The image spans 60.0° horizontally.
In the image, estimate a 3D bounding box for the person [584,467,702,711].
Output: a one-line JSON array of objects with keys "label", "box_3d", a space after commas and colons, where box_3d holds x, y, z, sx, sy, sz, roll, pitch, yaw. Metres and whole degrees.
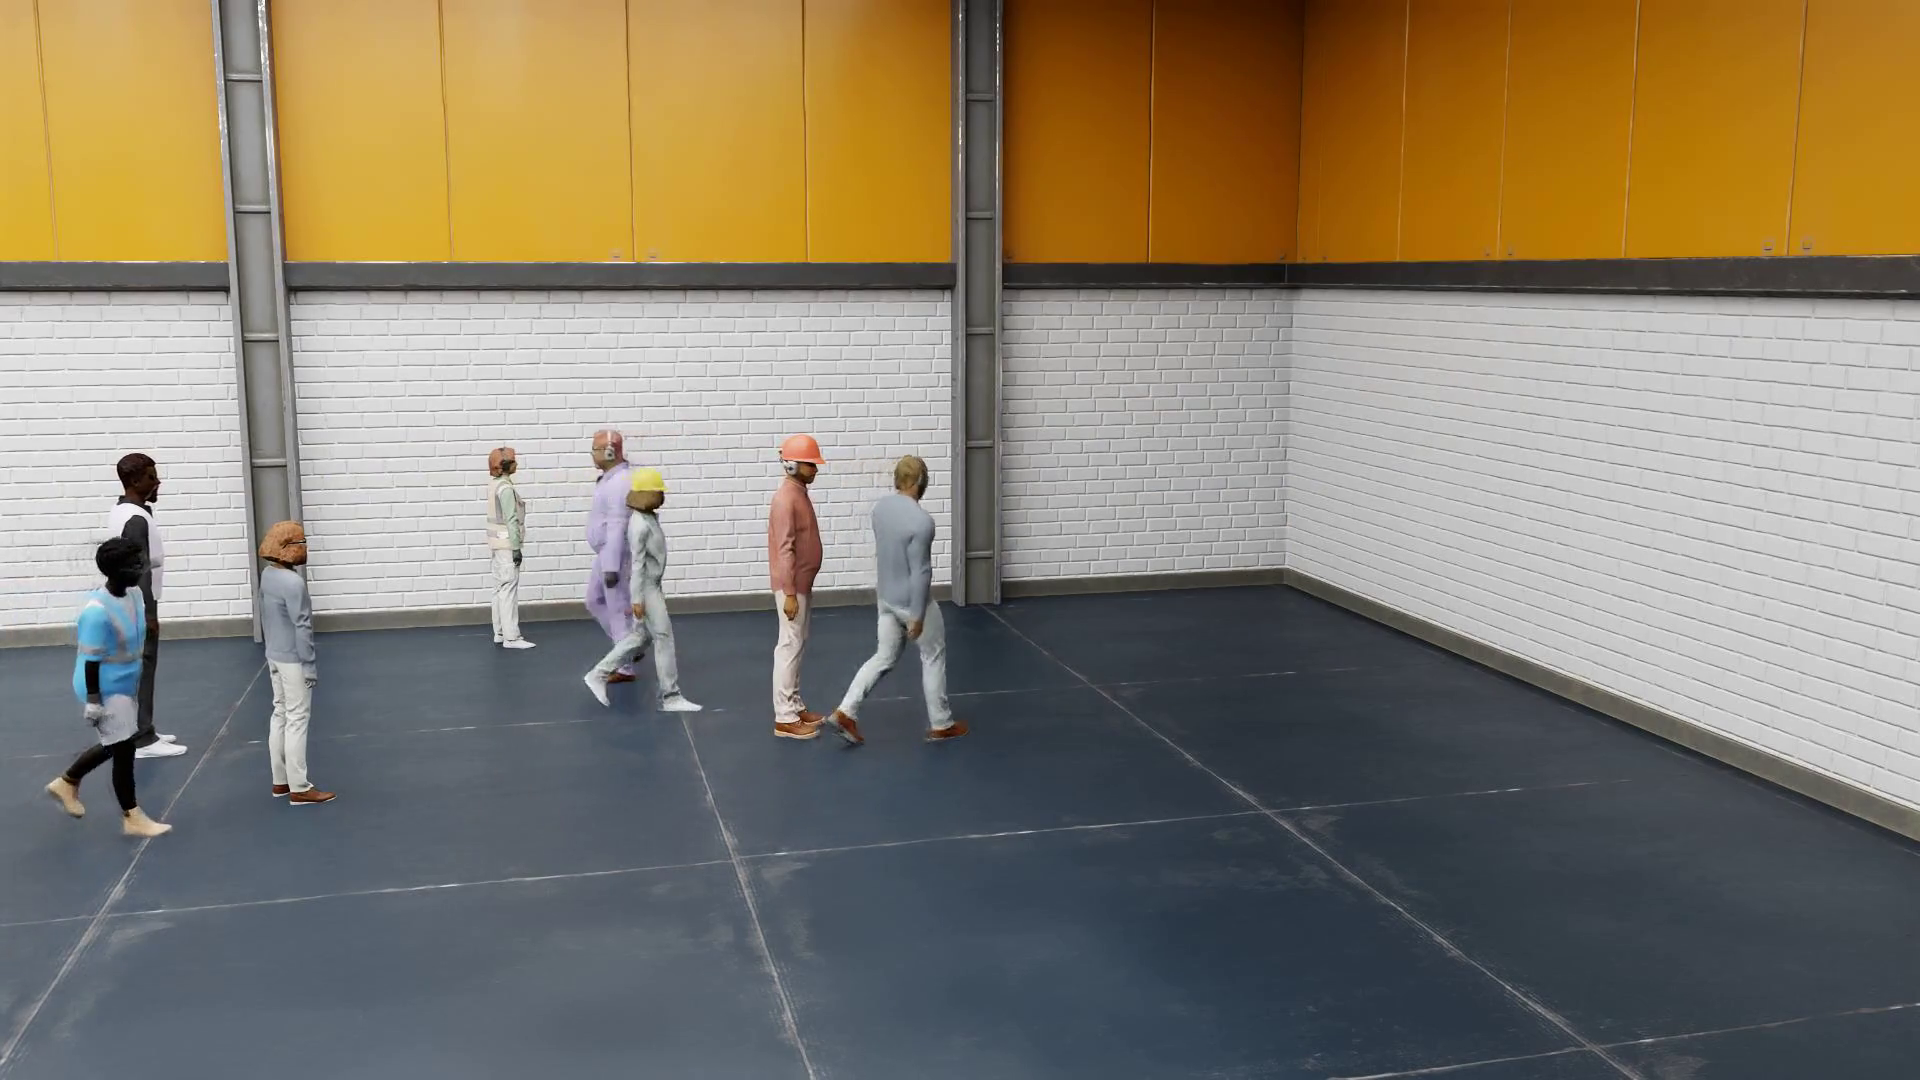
[{"label": "person", "box_3d": [-2.222, 0.347, 11.493, 0.774, 1.719, 0.492, 0, 9, -2]}]

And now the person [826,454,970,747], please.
[{"label": "person", "box_3d": [-0.402, 0.397, 10.643, 0.923, 1.902, 0.618, -7, 11, -37]}]

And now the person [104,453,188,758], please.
[{"label": "person", "box_3d": [-5.181, 0.408, 10.480, 0.394, 1.919, 0.590, -6, 11, -33]}]

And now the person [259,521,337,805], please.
[{"label": "person", "box_3d": [-3.832, 0.698, 9.551, 0.270, 1.632, 0.508, -9, 12, -43]}]

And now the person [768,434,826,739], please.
[{"label": "person", "box_3d": [-1.064, 0.295, 10.949, 0.395, 1.990, 0.622, 1, 9, 4]}]

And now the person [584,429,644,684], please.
[{"label": "person", "box_3d": [-2.577, 0.128, 12.282, 0.432, 1.894, 0.669, -2, 9, -14]}]

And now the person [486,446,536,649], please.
[{"label": "person", "box_3d": [-3.673, 0.063, 13.482, 0.308, 1.645, 0.514, -5, 11, -30]}]

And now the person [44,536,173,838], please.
[{"label": "person", "box_3d": [-4.608, 0.792, 8.848, 0.651, 1.666, 0.562, -1, 9, -4]}]
